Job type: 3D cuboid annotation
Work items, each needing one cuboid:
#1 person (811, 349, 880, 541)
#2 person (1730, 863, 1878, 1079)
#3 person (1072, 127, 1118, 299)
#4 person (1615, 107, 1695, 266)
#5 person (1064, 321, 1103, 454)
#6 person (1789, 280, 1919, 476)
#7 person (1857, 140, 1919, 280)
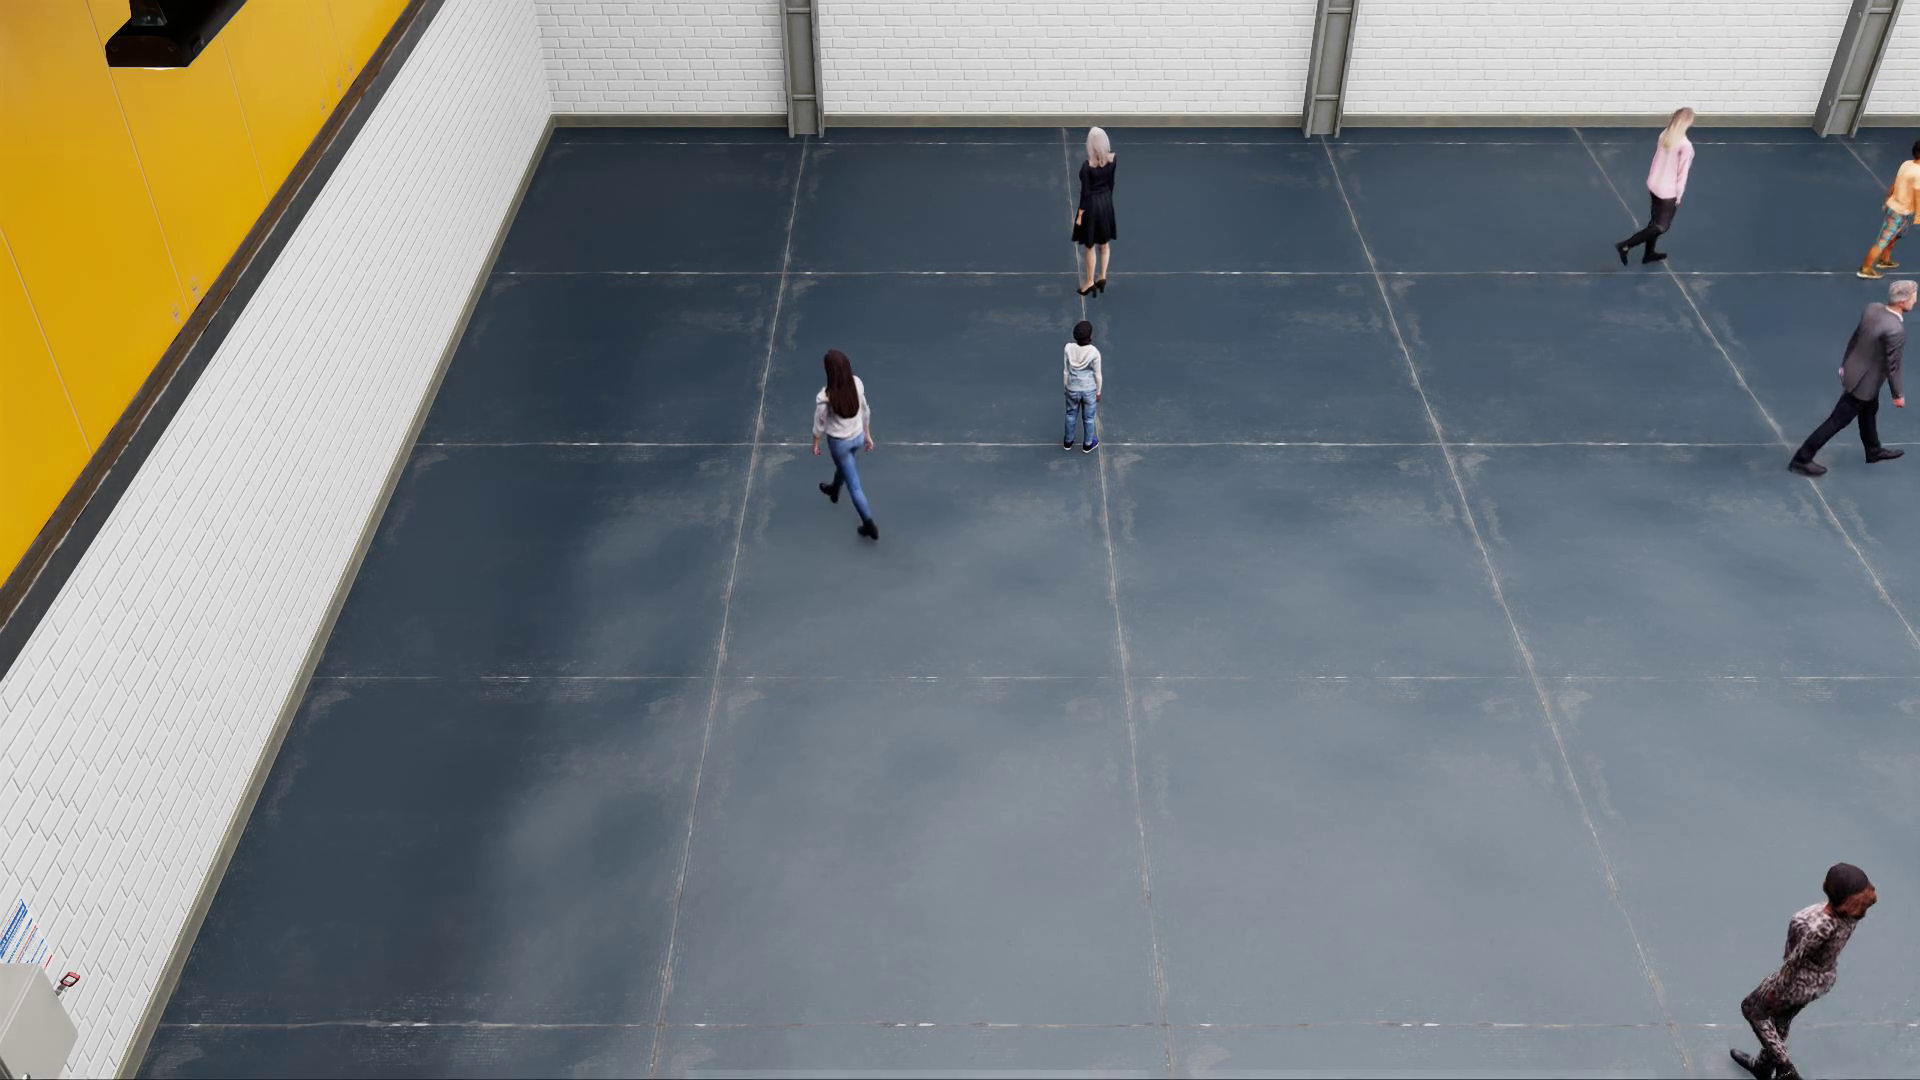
[{"bbox_3d":[-0.844,-0.717,13.097,1.064,1.581,1.105,-31,48,-33],"label":"person"},{"bbox_3d":[4.643,2.447,9.038,0.769,1.703,0.814,-24,44,-27],"label":"person"},{"bbox_3d":[1.307,-3.154,16.016,0.677,1.747,0.759,-24,44,-27],"label":"person"},{"bbox_3d":[6.904,-3.455,16.450,0.972,1.676,0.734,-9,39,-11],"label":"person"},{"bbox_3d":[1.026,-1.302,14.087,0.509,1.261,0.599,12,40,15],"label":"person"},{"bbox_3d":[7.340,-1.306,13.660,1.207,1.798,0.832,6,39,7],"label":"person"},{"bbox_3d":[9.170,-3.246,16.371,0.703,1.446,0.553,3,39,4],"label":"person"}]
